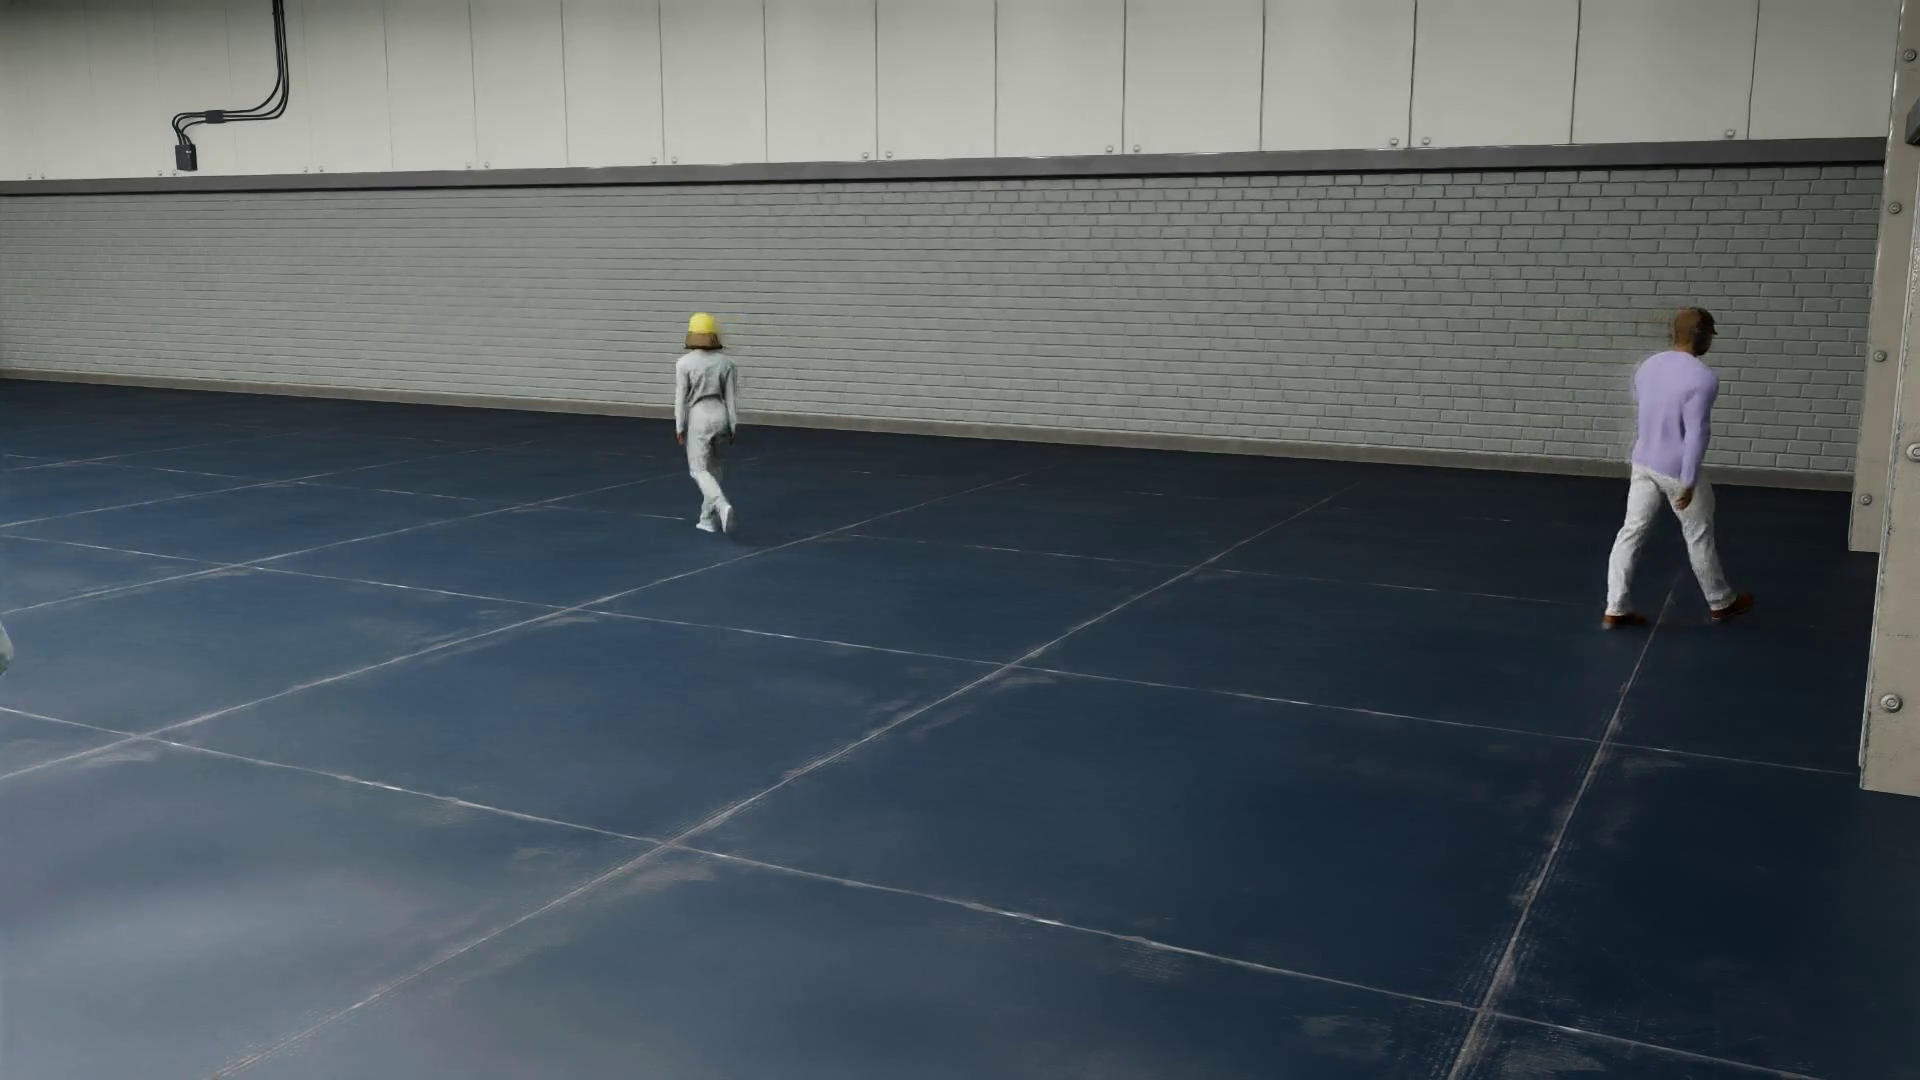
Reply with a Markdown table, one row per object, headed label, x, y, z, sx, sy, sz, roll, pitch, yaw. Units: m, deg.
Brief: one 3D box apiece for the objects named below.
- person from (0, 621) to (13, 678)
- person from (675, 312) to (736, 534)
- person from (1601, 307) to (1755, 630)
| label | x | y | z | sx | sy | sz | roll | pitch | yaw |
| --- | --- | --- | --- | --- | --- | --- | --- | --- | --- |
| person | -4.273 | 0.129 | 6.953 | 0.598 | 1.819 | 0.423 | 8 | 13 | 38 |
| person | -1.895 | -0.869 | 12.690 | 0.498 | 1.723 | 0.707 | -7 | 13 | -34 |
| person | 4.225 | -0.405 | 9.698 | 1.030 | 1.880 | 0.637 | -4 | 11 | -21 |
